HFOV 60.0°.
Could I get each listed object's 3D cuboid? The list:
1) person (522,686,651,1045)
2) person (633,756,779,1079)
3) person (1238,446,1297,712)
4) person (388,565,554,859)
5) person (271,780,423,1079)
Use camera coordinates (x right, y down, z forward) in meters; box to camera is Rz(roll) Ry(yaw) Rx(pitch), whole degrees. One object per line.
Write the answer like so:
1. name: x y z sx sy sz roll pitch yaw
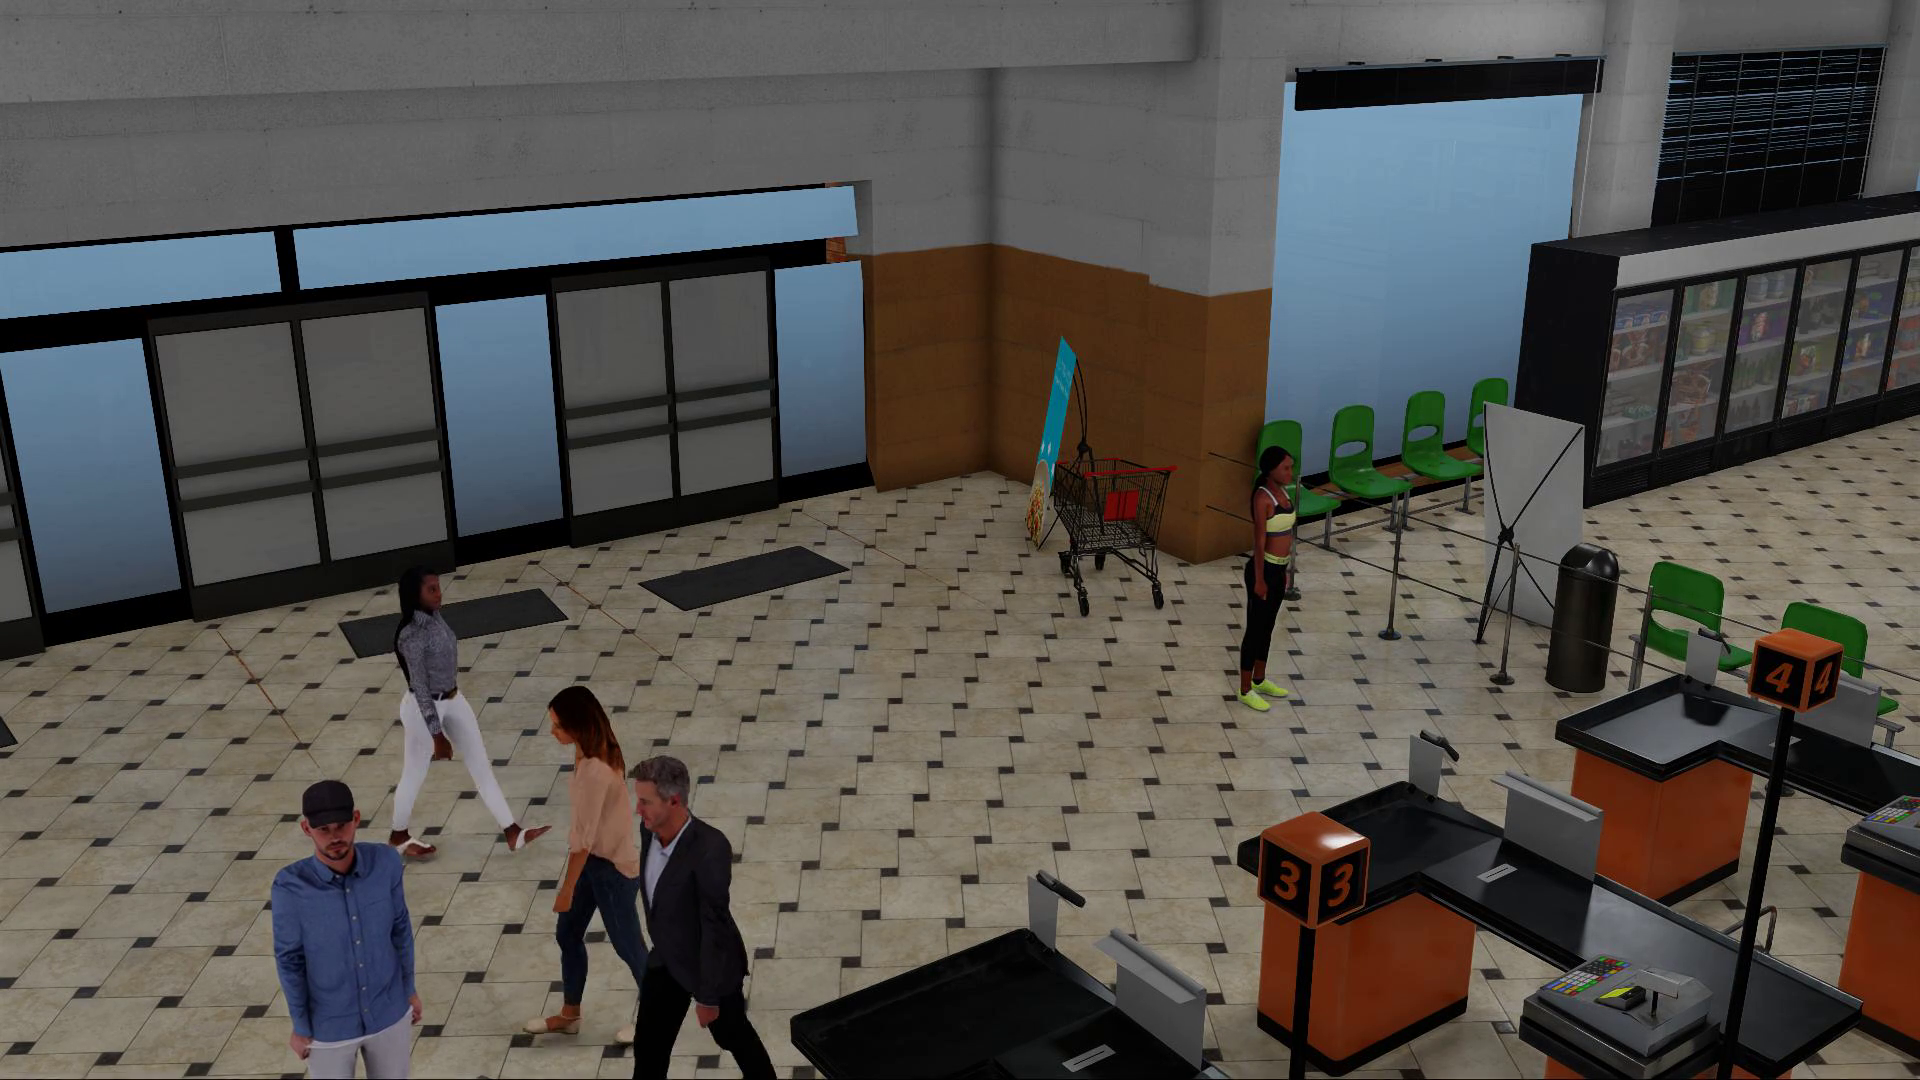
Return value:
1. person: -1.460 1.445 7.305 0.782 1.758 0.873 -7 20 -20
2. person: -1.001 1.664 6.619 1.206 1.782 0.979 16 24 39
3. person: 2.004 0.230 10.914 0.614 1.755 0.620 13 23 34
4. person: -2.887 0.962 8.864 1.186 1.677 1.134 3 19 8
5. person: -2.251 1.751 6.195 0.642 1.887 0.533 -13 23 -34
